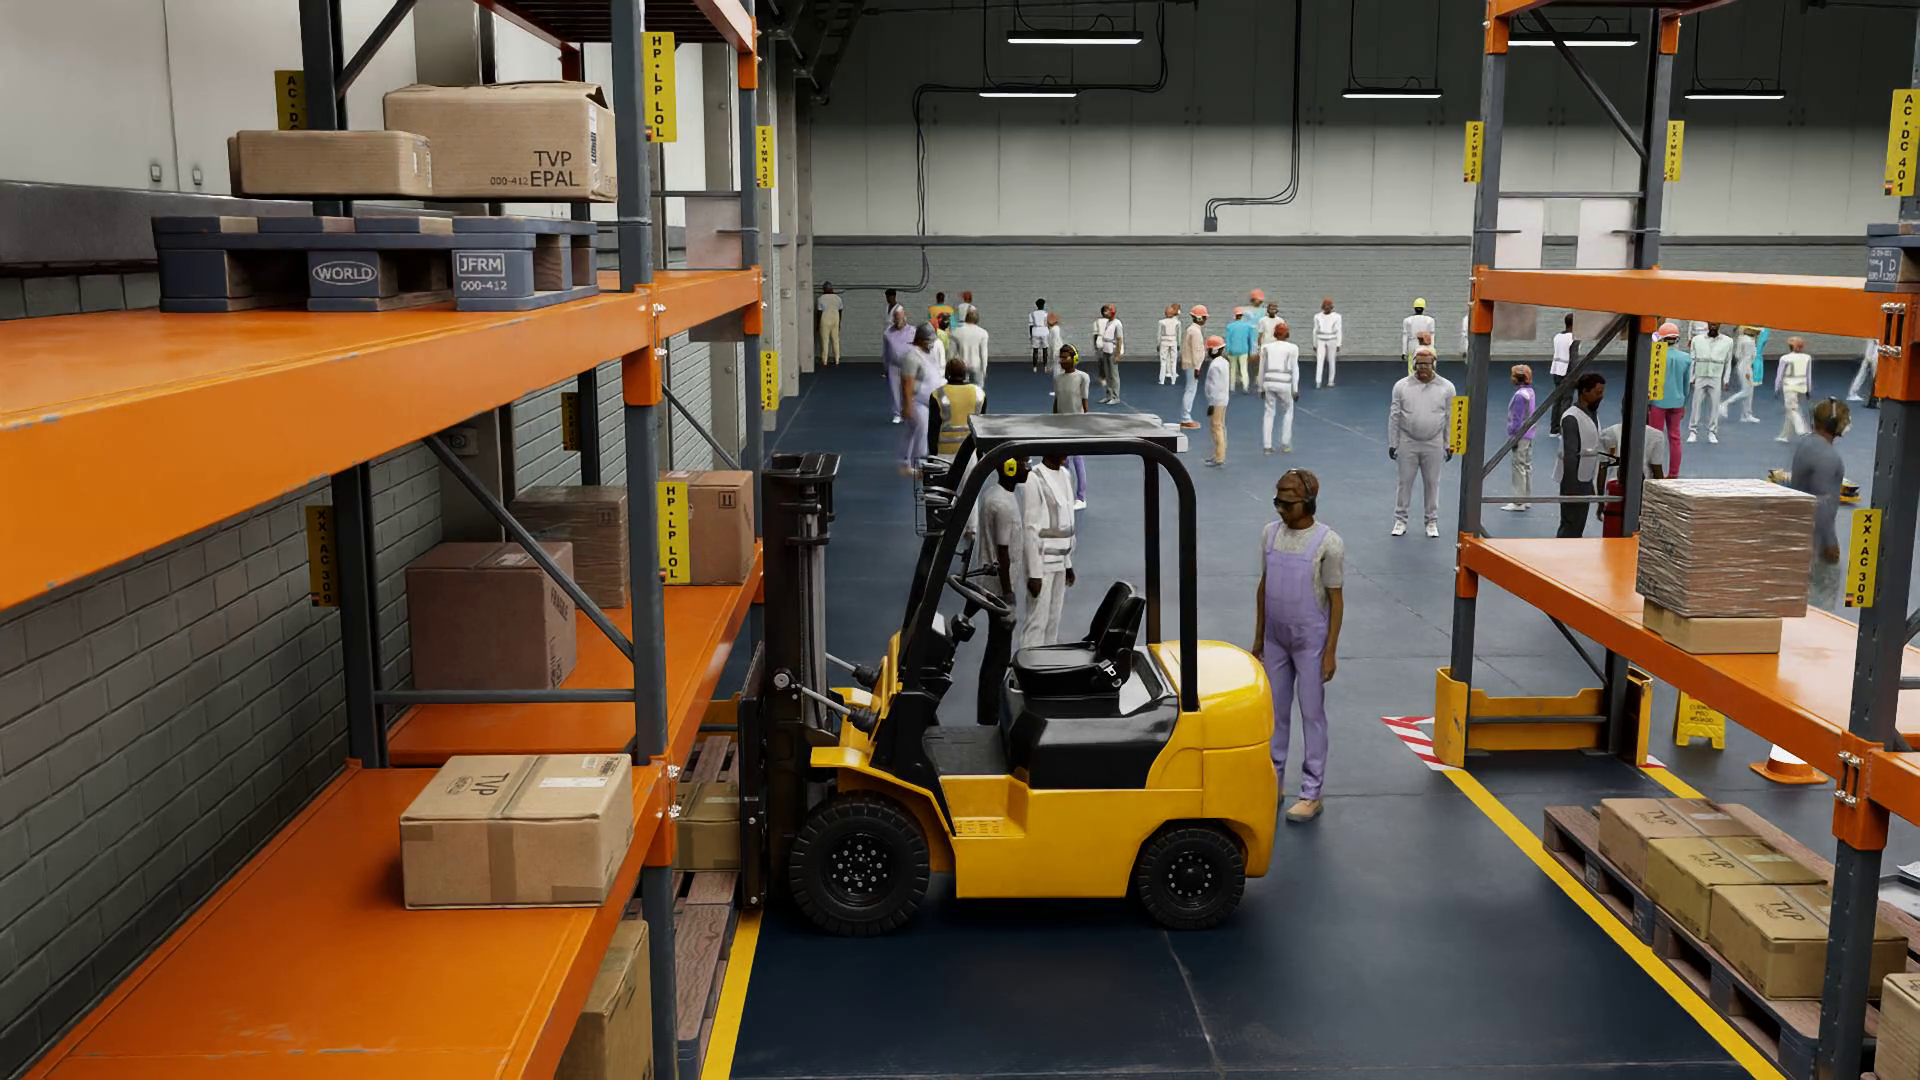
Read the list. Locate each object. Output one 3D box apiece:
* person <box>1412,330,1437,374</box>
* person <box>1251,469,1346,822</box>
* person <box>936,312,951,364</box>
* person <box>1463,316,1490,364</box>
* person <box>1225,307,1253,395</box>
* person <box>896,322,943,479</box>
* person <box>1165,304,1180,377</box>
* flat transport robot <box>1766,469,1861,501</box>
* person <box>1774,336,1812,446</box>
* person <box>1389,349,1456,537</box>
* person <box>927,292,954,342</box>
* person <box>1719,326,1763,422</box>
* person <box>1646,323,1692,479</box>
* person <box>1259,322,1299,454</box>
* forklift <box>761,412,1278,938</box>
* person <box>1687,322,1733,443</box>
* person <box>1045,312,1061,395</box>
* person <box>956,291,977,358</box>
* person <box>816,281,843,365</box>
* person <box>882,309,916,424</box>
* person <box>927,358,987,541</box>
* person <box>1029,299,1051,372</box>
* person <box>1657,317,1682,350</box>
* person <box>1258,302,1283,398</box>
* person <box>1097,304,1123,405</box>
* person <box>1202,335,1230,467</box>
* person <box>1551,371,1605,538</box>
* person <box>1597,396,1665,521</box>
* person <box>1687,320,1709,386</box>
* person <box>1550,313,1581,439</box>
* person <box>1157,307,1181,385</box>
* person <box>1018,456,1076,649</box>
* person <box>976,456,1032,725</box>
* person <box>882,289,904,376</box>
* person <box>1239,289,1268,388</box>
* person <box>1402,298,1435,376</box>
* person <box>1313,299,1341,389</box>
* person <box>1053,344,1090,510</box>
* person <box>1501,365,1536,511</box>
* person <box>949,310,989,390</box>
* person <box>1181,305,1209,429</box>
[{"bbox_3d":[7.133,-2.402,25.587,0.521,1.632,0.314,-8,13,-39],"label":"person"},{"bbox_3d":[1.740,0.537,8.635,0.348,1.838,0.505,-9,14,-41],"label":"person"},{"bbox_3d":[-0.328,-2.828,27.365,0.389,1.841,0.564,2,10,10],"label":"person"},{"bbox_3d":[9.945,-3.691,31.954,0.586,1.915,0.581,-1,10,-4],"label":"person"},{"bbox_3d":[5.484,-3.706,32.607,0.570,1.723,0.786,-1,10,-7],"label":"person"},{"bbox_3d":[-0.543,-1.788,21.019,0.715,2.000,0.703,3,11,19],"label":"person"},{"bbox_3d":[4.726,-4.421,36.852,0.280,1.627,0.499,3,11,19],"label":"person"},{"bbox_3d":[10.049,-0.651,19.618,0.652,0.197,1.431,2,10,11],"label":"flat transport robot"},{"bbox_3d":[12.335,-2.197,24.531,0.526,1.606,0.823,-2,10,-12],"label":"person"},{"bbox_3d":[4.679,-0.977,16.877,0.654,1.906,0.408,3,11,14],"label":"person"},{"bbox_3d":[-0.420,-4.566,36.952,0.607,1.894,0.792,-2,10,-13],"label":"person"},{"bbox_3d":[13.016,-2.814,27.622,0.531,1.715,0.501,6,12,30],"label":"person"},{"bbox_3d":[8.683,-1.672,20.498,0.608,1.996,0.381,-2,10,-9],"label":"person"},{"bbox_3d":[4.536,-2.145,23.529,0.646,1.852,0.759,6,12,32],"label":"person"},{"bbox_3d":[0.291,0.548,7.580,2.313,2.155,1.214,0,10,-2],"label":"forklift"},{"bbox_3d":[11.157,-2.401,24.774,0.587,1.920,0.390,4,11,22],"label":"person"},{"bbox_3d":[1.856,-3.635,32.494,0.385,1.618,0.511,-2,10,-12],"label":"person"},{"bbox_3d":[0.102,-4.868,38.751,0.936,1.850,0.589,-9,13,-41],"label":"person"},{"bbox_3d":[-3.230,-5.292,40.540,0.679,2.000,0.537,-6,12,-31],"label":"person"},{"bbox_3d":[-0.972,-2.882,27.549,0.655,1.884,0.658,1,10,6],"label":"person"},{"bbox_3d":[-0.046,-0.890,16.571,0.636,1.842,0.429,-4,11,-24],"label":"person"},{"bbox_3d":[1.843,-4.678,38.089,0.532,1.693,0.319,2,10,10],"label":"person"},{"bbox_3d":[16.430,-4.948,38.625,0.684,2.000,0.535,-4,11,-23],"label":"person"},{"bbox_3d":[5.965,-3.655,31.970,0.509,1.842,0.329,-2,10,-12],"label":"person"},{"bbox_3d":[2.793,-3.409,30.592,0.375,1.843,0.575,-4,11,-22],"label":"person"},{"bbox_3d":[3.408,-1.854,22.212,0.346,1.740,0.572,4,11,22],"label":"person"},{"bbox_3d":[5.214,-0.472,14.040,0.392,1.916,0.587,7,12,34],"label":"person"},{"bbox_3d":[5.302,-0.280,13.180,0.507,1.840,0.344,7,12,35],"label":"person"},{"bbox_3d":[15.334,-4.143,34.396,0.389,1.949,0.603,-7,12,-32],"label":"person"},{"bbox_3d":[9.219,-2.497,25.350,0.384,1.910,0.593,-2,10,-10],"label":"person"},{"bbox_3d":[4.373,-4.058,34.806,0.524,1.633,0.315,-2,10,-10],"label":"person"},{"bbox_3d":[0.565,0.164,10.578,0.354,1.886,0.572,5,11,26],"label":"person"},{"bbox_3d":[0.259,0.312,9.845,0.328,1.861,0.505,-1,10,-5],"label":"person"},{"bbox_3d":[-1.475,-4.574,36.769,0.401,1.958,0.608,-8,13,-36],"label":"person"},{"bbox_3d":[6.035,-4.127,34.077,0.629,2.025,0.550,-5,11,-26],"label":"person"},{"bbox_3d":[8.616,-3.579,31.308,0.584,1.929,0.371,2,10,9],"label":"person"},{"bbox_3d":[7.567,-4.044,34.219,0.587,1.841,0.948,4,11,20],"label":"person"},{"bbox_3d":[1.229,-1.262,18.612,0.501,1.862,0.328,8,13,39],"label":"person"},{"bbox_3d":[6.244,-1.133,18.522,0.314,1.632,0.524,6,12,31],"label":"person"},{"bbox_3d":[0.119,-2.779,27.016,0.682,1.897,0.750,2,10,8],"label":"person"},{"bbox_3d":[3.788,-2.785,26.766,0.433,1.981,0.631,1,10,3],"label":"person"}]
